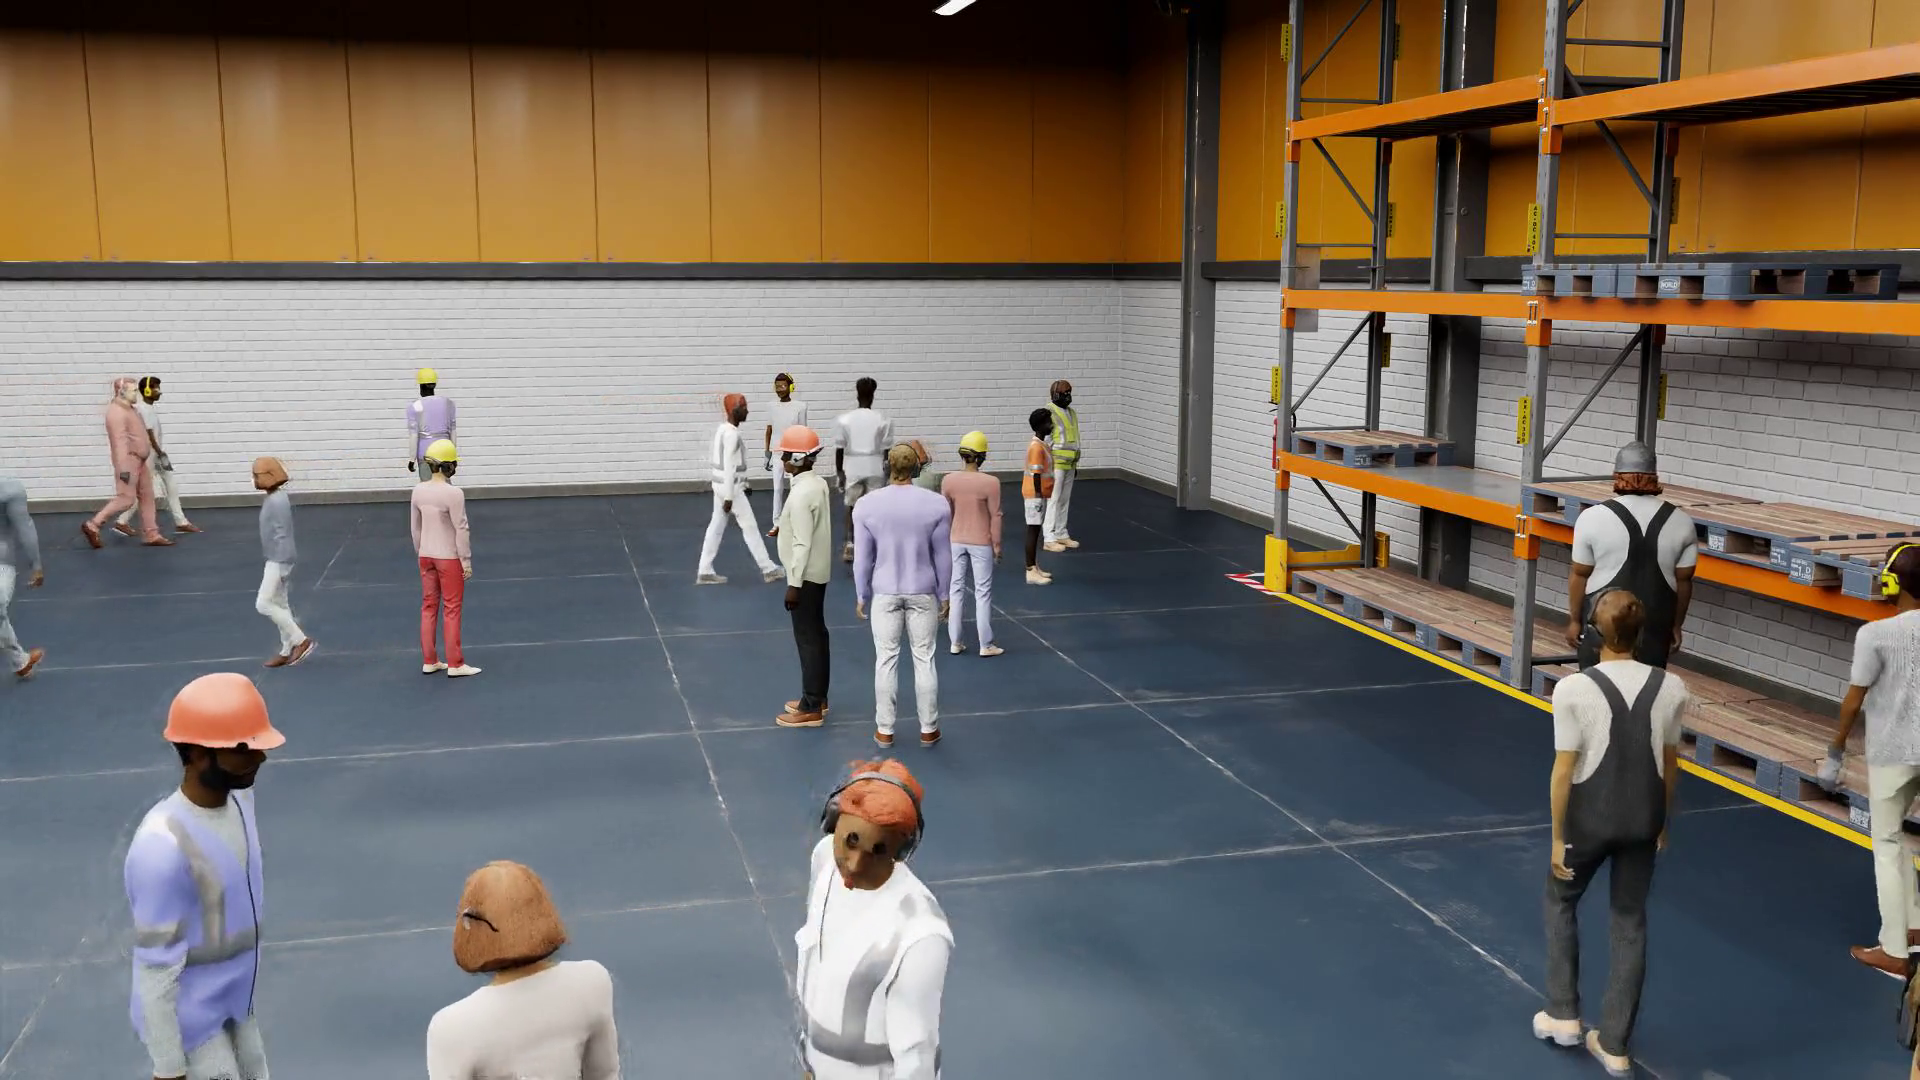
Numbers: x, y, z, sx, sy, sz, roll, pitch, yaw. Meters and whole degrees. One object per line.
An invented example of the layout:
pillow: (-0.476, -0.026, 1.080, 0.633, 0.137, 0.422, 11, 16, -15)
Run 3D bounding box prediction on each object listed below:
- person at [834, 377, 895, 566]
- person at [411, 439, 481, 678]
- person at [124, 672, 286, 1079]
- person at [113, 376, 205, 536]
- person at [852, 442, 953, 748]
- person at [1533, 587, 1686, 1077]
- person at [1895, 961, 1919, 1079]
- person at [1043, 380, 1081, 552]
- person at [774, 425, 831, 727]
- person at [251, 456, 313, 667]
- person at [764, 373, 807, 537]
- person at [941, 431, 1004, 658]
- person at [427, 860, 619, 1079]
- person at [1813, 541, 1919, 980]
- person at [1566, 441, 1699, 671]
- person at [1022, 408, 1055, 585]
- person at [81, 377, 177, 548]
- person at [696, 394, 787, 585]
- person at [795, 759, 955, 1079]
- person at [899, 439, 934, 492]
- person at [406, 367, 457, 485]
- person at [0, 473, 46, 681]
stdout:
person: (-0.964, -0.680, 16.850, 0.613, 1.945, 0.516, 1, 9, 7)
person: (-3.819, 0.135, 12.335, 0.533, 1.767, 0.327, 5, 10, 29)
person: (-2.162, 1.296, 4.635, 0.666, 1.908, 0.576, -1, 9, -3)
person: (-9.202, -0.944, 18.910, 0.921, 1.823, 0.530, -2, 9, -15)
person: (-0.358, 0.349, 10.460, 0.627, 1.940, 0.372, 0, 9, -1)
person: (2.442, 1.077, 6.291, 0.512, 1.824, 0.574, 0, 9, 2)
person: (1.603, 1.587, 2.756, 0.371, 1.934, 0.627, -7, 12, -38)
person: (1.088, -0.805, 17.966, 0.429, 1.843, 0.633, 6, 11, 32)
person: (-1.032, 0.234, 11.002, 0.377, 1.995, 0.608, 1, 9, 7)
person: (-5.171, 0.178, 12.513, 0.343, 1.618, 0.528, -5, 10, -29)
person: (-1.967, -0.951, 18.792, 0.538, 1.869, 0.312, 2, 9, 14)
person: (0.096, 0.033, 12.966, 0.526, 1.769, 0.330, 5, 10, 26)
person: (-0.990, 1.558, 3.959, 0.682, 1.612, 0.509, 8, 12, 41)
person: (3.973, 0.933, 7.093, 0.527, 1.851, 0.494, -2, 9, -15)
person: (3.851, 0.430, 9.639, 0.679, 2.000, 0.535, 1, 9, 4)
person: (0.758, -0.428, 16.060, 0.322, 1.697, 0.536, 1, 9, 6)
person: (-9.053, -0.830, 18.008, 0.835, 1.878, 0.654, -2, 9, -14)
person: (-2.098, -0.481, 15.946, 0.973, 1.837, 0.595, -3, 10, -19)
person: (-0.194, 1.413, 4.103, 0.372, 1.855, 0.685, -4, 10, -25)
person: (-0.394, -0.032, 13.840, 0.450, 1.619, 0.509, 6, 11, 35)
person: (-5.968, -0.984, 18.806, 0.358, 1.930, 0.585, 9, 13, 44)
person: (-6.801, 0.165, 11.748, 0.656, 1.887, 1.018, 1, 9, 6)
